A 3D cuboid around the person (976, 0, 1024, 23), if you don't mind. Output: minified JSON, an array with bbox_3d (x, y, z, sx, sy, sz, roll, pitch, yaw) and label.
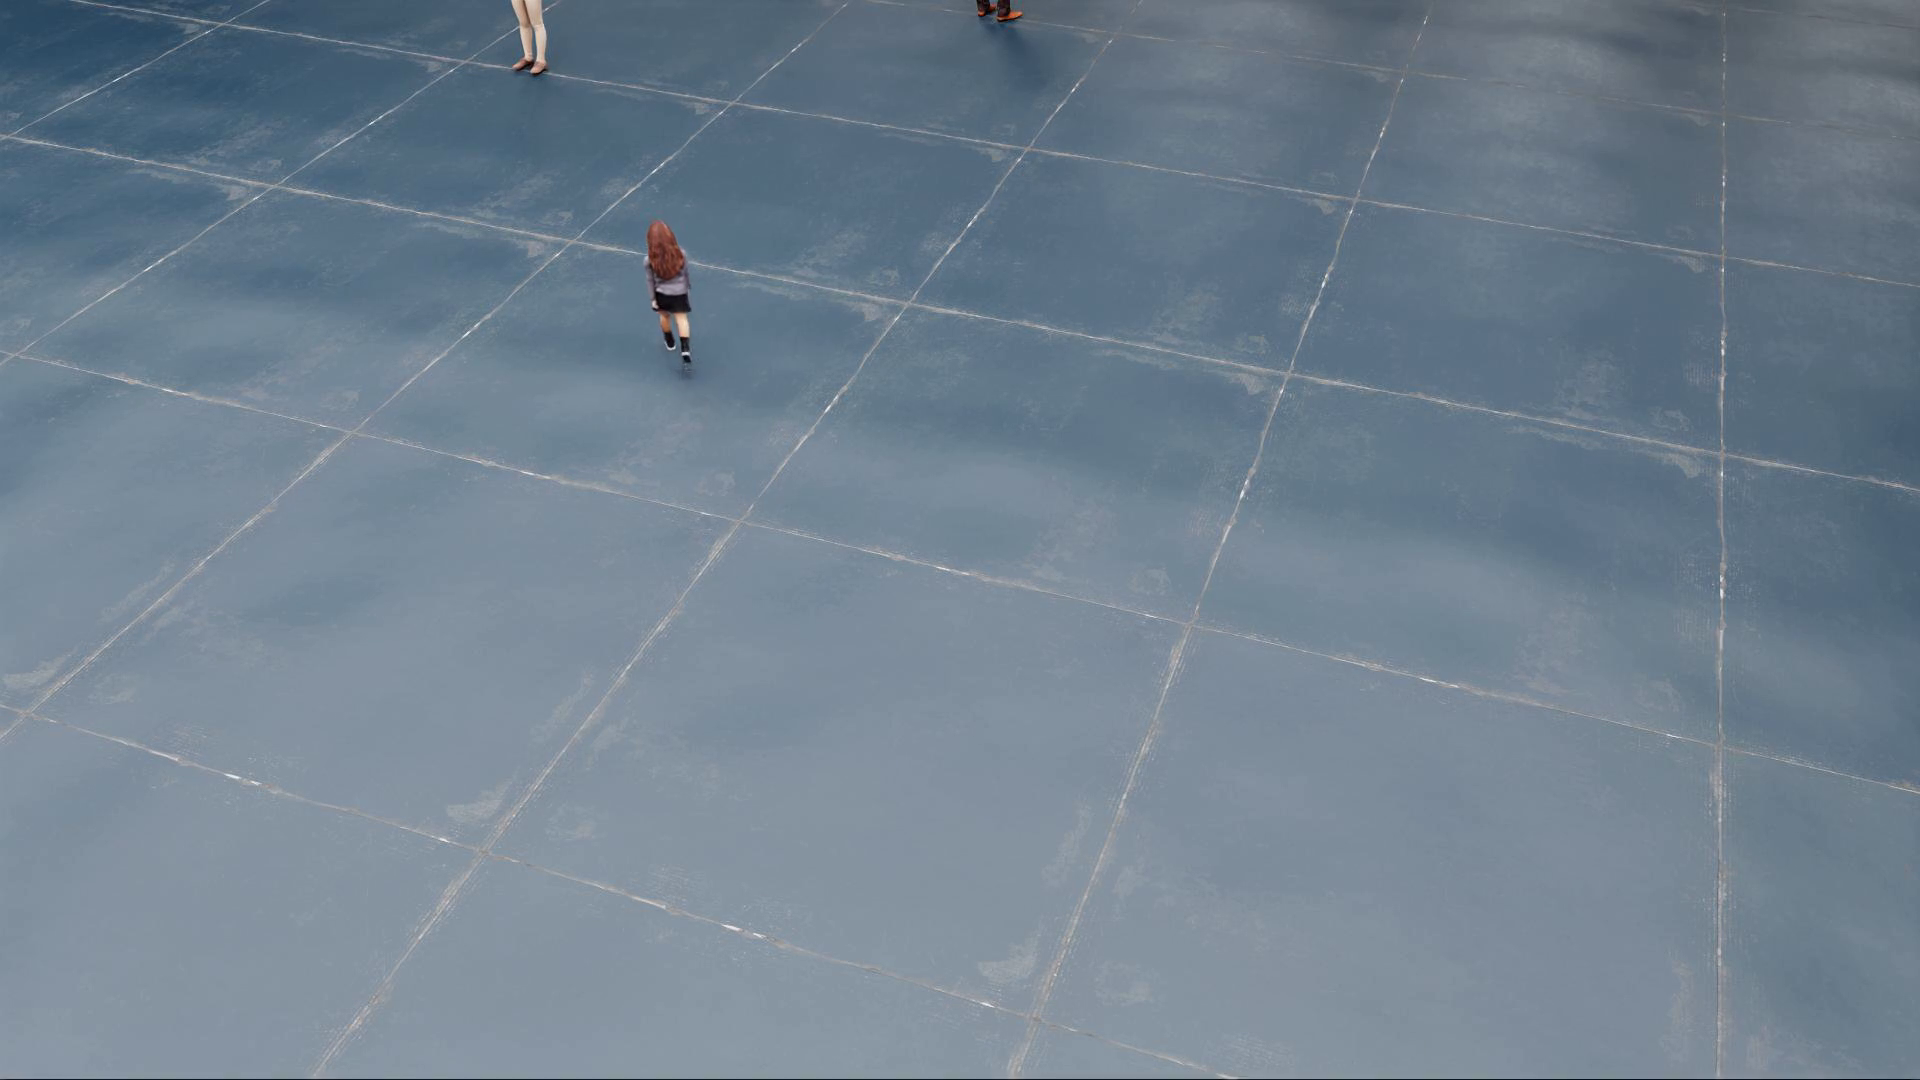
[{"bbox_3d":[0.372,-6.340,17.295,0.762,1.808,0.731,29,47,32],"label":"person"}]

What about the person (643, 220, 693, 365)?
[{"bbox_3d":[-2.090,-1.789,12.062,0.712,1.088,0.824,-10,39,-12],"label":"person"}]

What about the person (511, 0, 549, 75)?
[{"bbox_3d":[-4.254,-5.441,16.272,0.646,1.653,0.571,13,40,16],"label":"person"}]
